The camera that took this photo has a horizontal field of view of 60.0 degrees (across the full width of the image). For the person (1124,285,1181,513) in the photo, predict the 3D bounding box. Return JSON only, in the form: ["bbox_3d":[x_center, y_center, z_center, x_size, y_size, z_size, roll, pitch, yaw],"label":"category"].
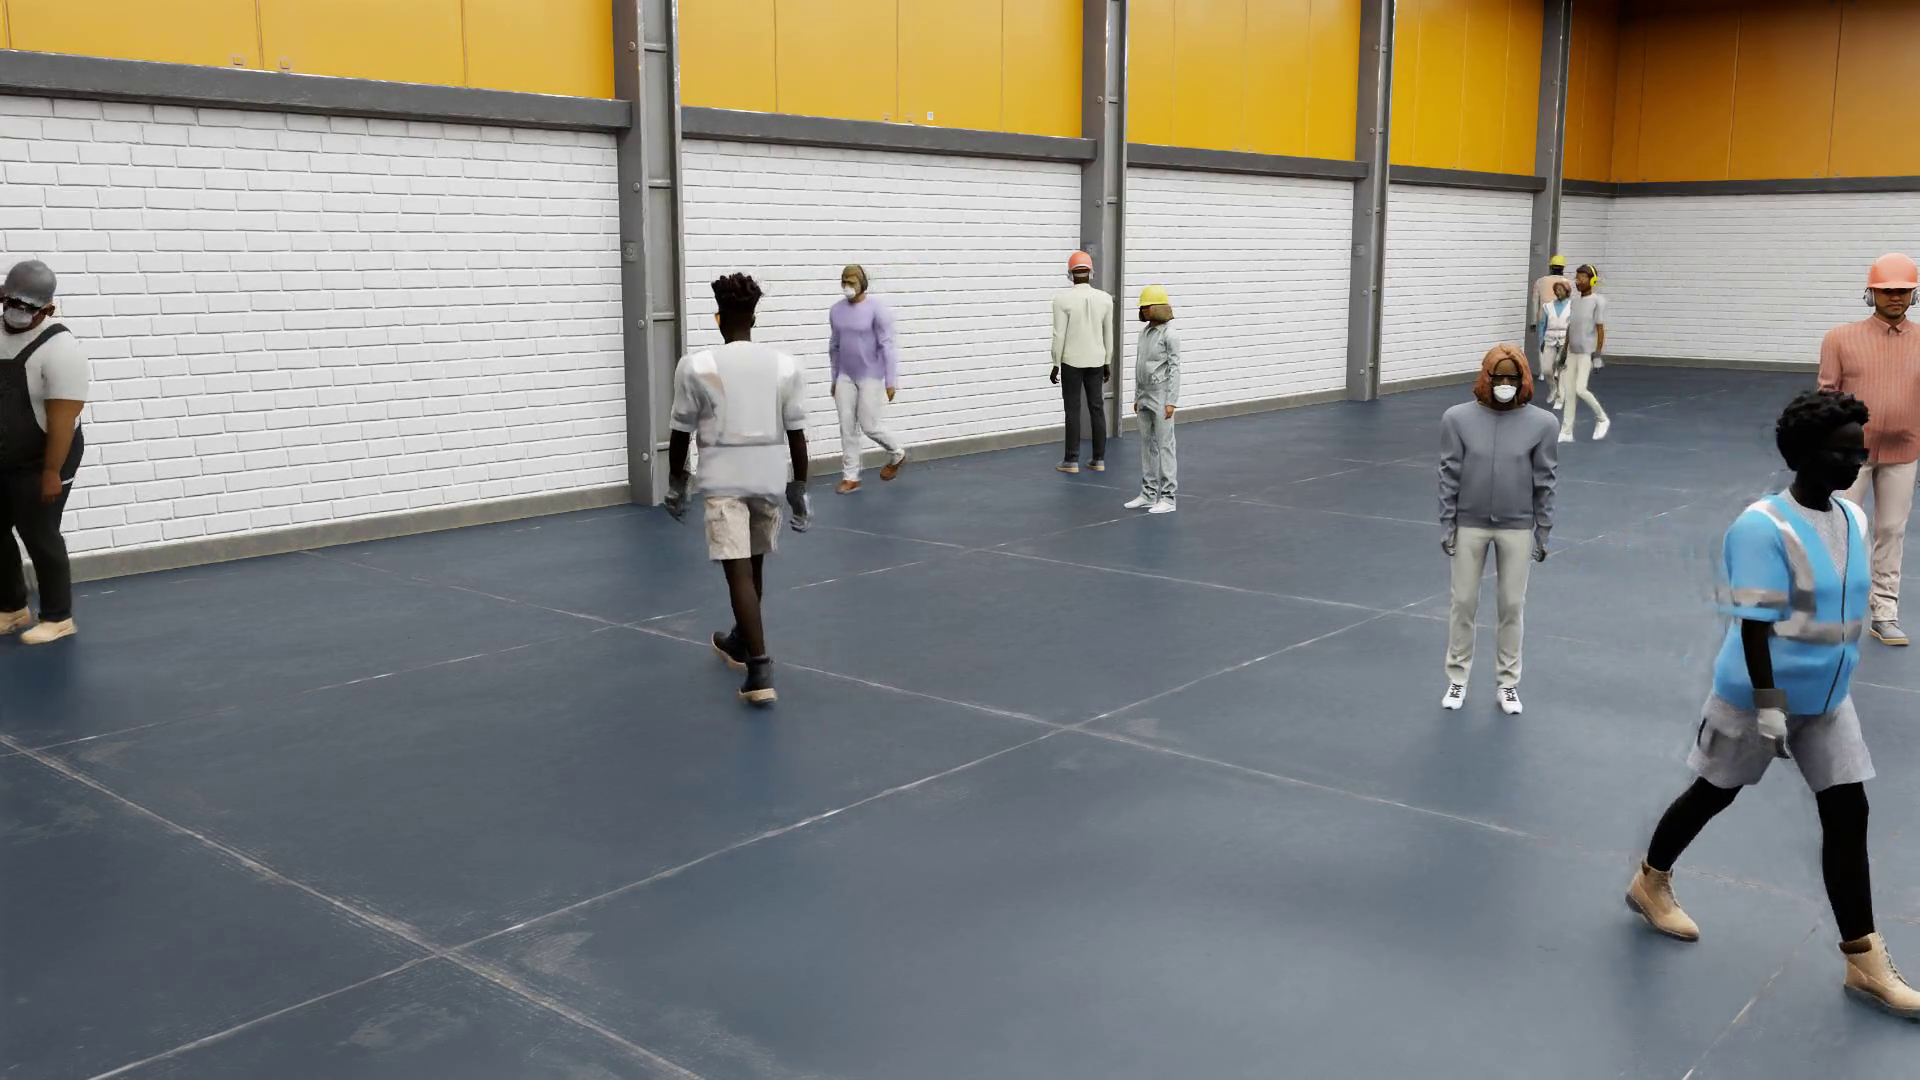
[{"bbox_3d":[1.480,-1.077,12.763,0.316,1.741,0.493,-5,11,-28],"label":"person"}]

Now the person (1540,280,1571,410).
[{"bbox_3d":[7.564,-2.457,20.958,0.519,1.628,0.413,7,12,35],"label":"person"}]

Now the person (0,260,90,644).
[{"bbox_3d":[-4.744,-0.462,8.410,0.769,2.000,0.542,4,11,22],"label":"person"}]

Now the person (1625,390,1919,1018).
[{"bbox_3d":[2.263,0.401,4.605,0.536,1.654,0.881,-5,11,-25],"label":"person"}]

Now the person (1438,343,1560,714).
[{"bbox_3d":[2.321,-0.042,7.225,0.491,1.624,0.308,3,10,18],"label":"person"}]

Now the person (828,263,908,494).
[{"bbox_3d":[-0.762,-1.346,13.823,0.669,1.912,0.671,7,12,34],"label":"person"}]

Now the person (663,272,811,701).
[{"bbox_3d":[-1.005,-0.255,7.618,0.611,1.917,1.022,-6,12,-31],"label":"person"}]

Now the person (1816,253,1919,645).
[{"bbox_3d":[4.678,-0.453,8.496,0.612,1.994,0.382,2,10,11],"label":"person"}]

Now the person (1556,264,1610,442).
[{"bbox_3d":[6.448,-1.930,17.285,0.574,1.858,0.552,-3,10,-16],"label":"person"}]

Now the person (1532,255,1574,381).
[{"bbox_3d":[9.019,-3.356,25.260,0.521,1.914,0.728,-10,14,-44],"label":"person"}]

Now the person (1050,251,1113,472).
[{"bbox_3d":[1.094,-1.609,15.077,0.614,1.990,0.392,-4,11,-22],"label":"person"}]
